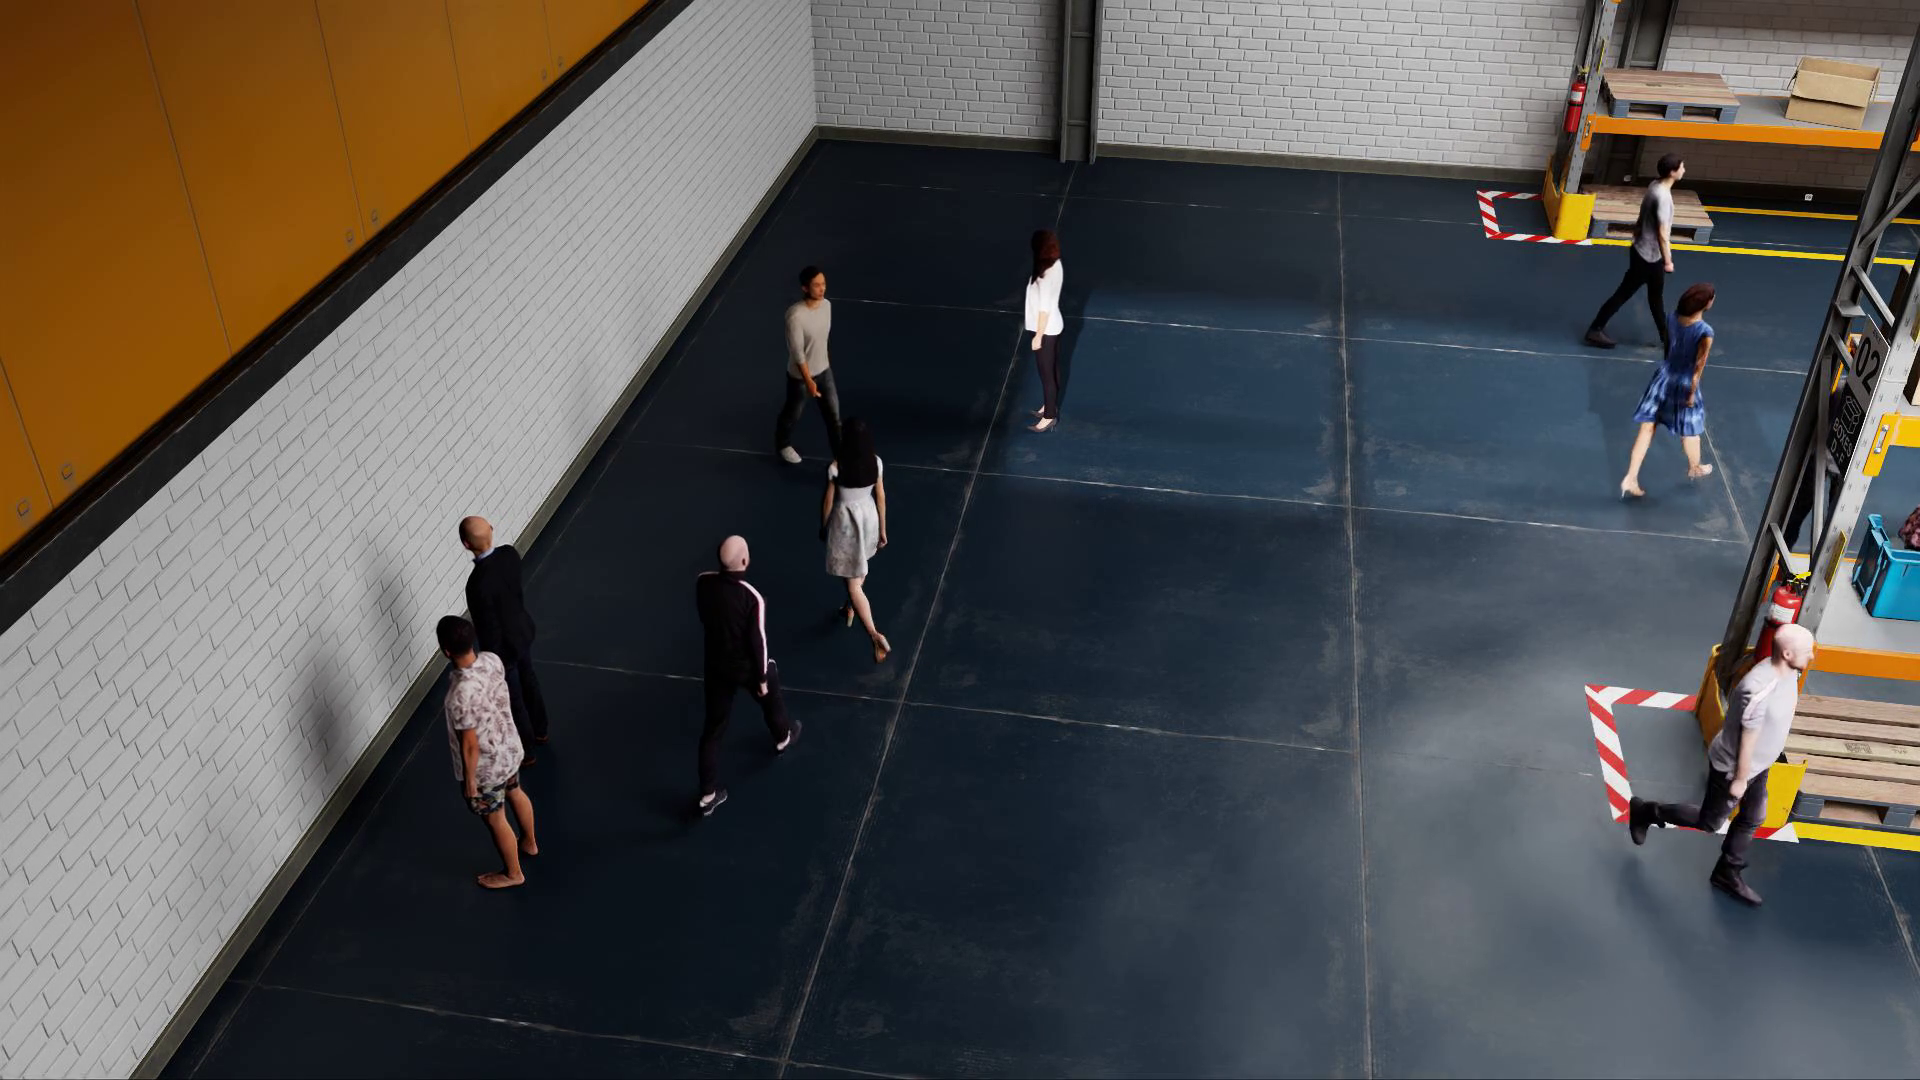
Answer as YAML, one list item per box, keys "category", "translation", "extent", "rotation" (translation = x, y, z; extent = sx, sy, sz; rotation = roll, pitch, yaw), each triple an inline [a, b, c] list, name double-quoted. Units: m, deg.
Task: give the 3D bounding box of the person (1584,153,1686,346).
- category: "person"
  translation: [6.075, -2.565, 14.960]
  extent: [1.198, 1.823, 0.775]
  rotation: [10, 35, 15]

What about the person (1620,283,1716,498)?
- category: "person"
  translation: [5.419, -1.096, 12.805]
  extent: [1.187, 1.762, 1.050]
  rotation: [-14, 36, -20]

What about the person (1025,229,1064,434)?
- category: "person"
  translation: [0.724, -1.725, 13.725]
  extent: [0.512, 1.792, 0.602]
  rotation: [7, 34, 10]

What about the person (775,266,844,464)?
- category: "person"
  translation: [-1.280, -1.336, 13.172]
  extent: [1.243, 1.756, 1.046]
  rotation: [27, 42, 34]

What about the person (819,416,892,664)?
- category: "person"
  translation: [-0.675, 0.024, 11.140]
  extent: [1.158, 1.741, 1.093]
  rotation: [-14, 36, -20]

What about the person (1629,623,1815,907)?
- category: "person"
  translation: [4.292, 1.196, 9.314]
  extent: [1.088, 1.810, 1.183]
  rotation: [-23, 40, -31]

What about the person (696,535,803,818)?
- category: "person"
  translation: [-1.384, 0.836, 9.878]
  extent: [1.238, 1.785, 0.922]
  rotation: [14, 36, 20]

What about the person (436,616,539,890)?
- category: "person"
  translation: [-2.641, 1.184, 9.328]
  extent: [0.552, 1.815, 0.656]
  rotation: [7, 34, 10]

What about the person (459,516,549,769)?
- category: "person"
  translation: [-2.789, 0.620, 10.193]
  extent: [0.565, 1.797, 0.664]
  rotation: [7, 34, 10]
